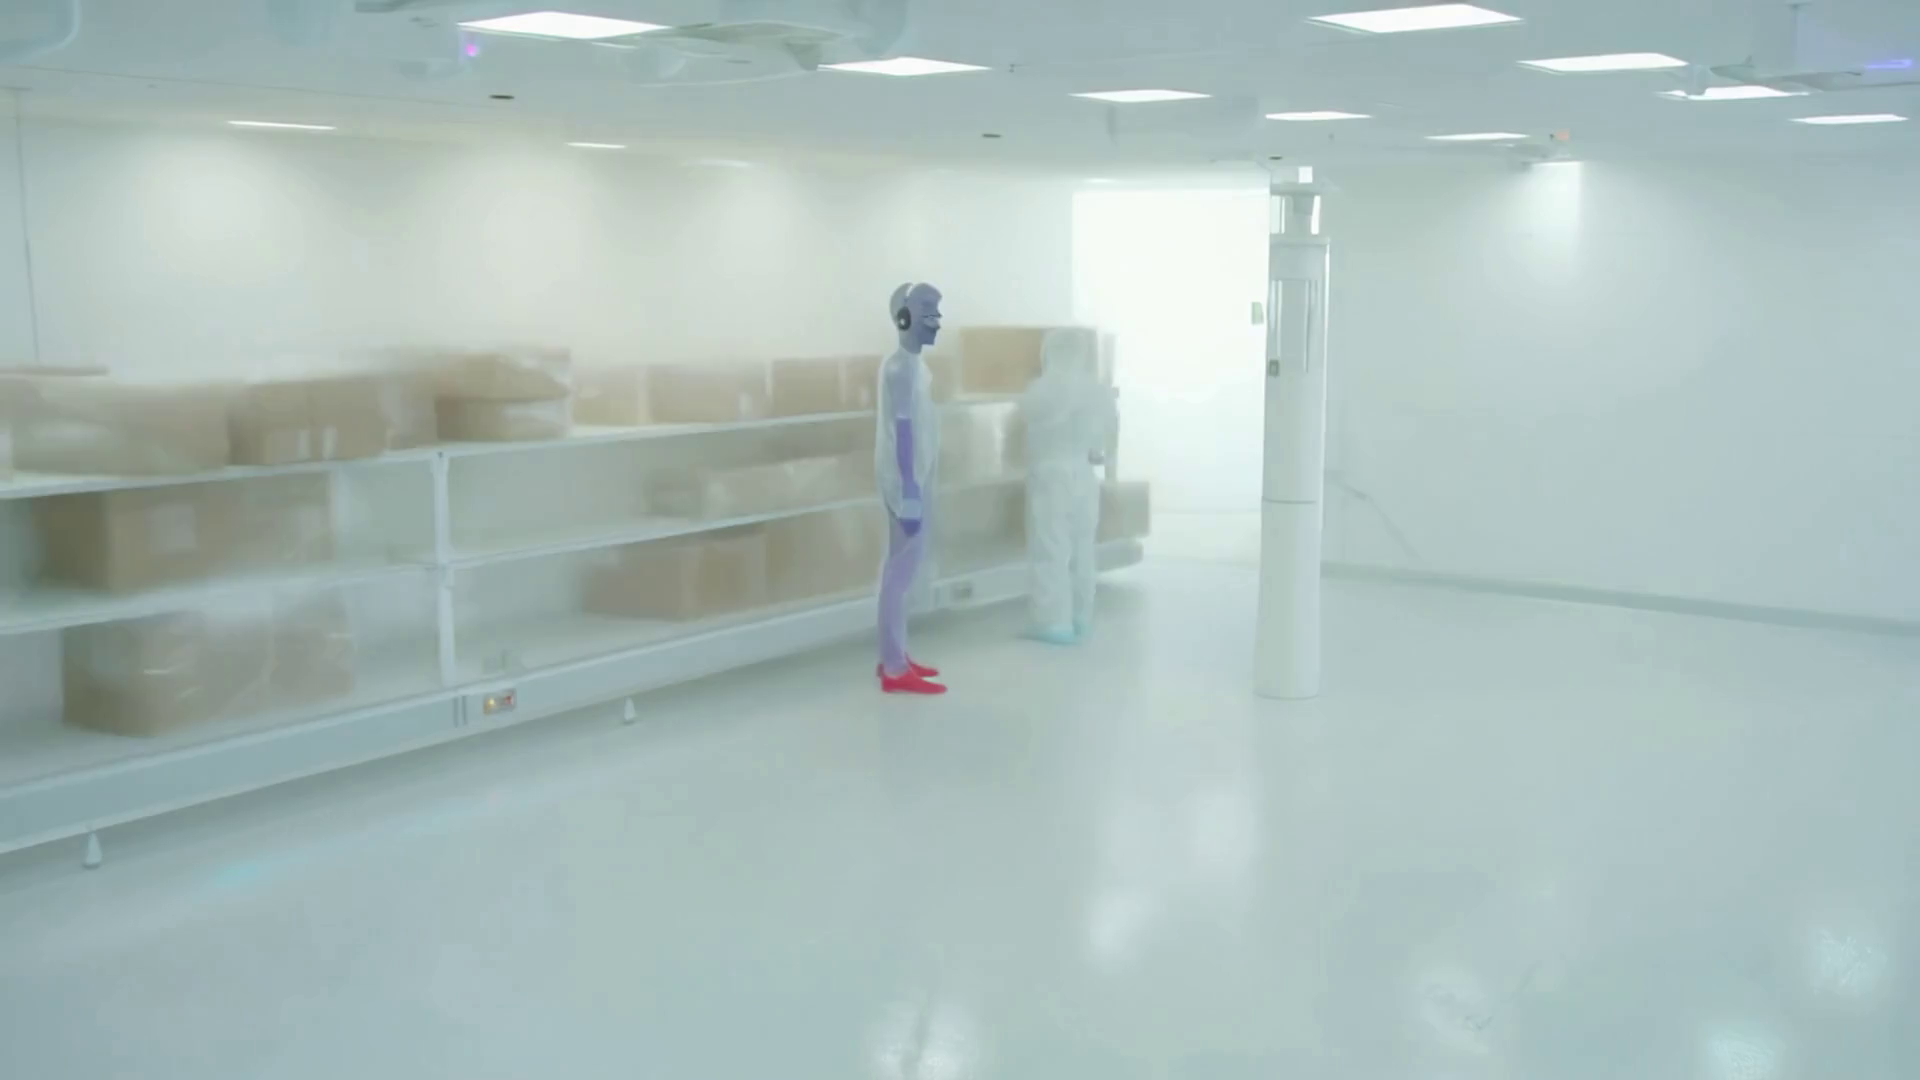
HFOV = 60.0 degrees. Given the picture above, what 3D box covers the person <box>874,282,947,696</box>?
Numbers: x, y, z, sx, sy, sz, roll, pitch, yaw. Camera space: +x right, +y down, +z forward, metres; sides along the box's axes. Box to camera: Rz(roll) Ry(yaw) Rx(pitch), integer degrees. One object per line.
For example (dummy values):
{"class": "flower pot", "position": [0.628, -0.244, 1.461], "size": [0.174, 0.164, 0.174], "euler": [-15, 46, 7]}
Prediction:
{"class": "person", "position": [-0.229, -0.231, 7.577], "size": [0.323, 1.865, 0.518], "euler": [-1, 10, -4]}
